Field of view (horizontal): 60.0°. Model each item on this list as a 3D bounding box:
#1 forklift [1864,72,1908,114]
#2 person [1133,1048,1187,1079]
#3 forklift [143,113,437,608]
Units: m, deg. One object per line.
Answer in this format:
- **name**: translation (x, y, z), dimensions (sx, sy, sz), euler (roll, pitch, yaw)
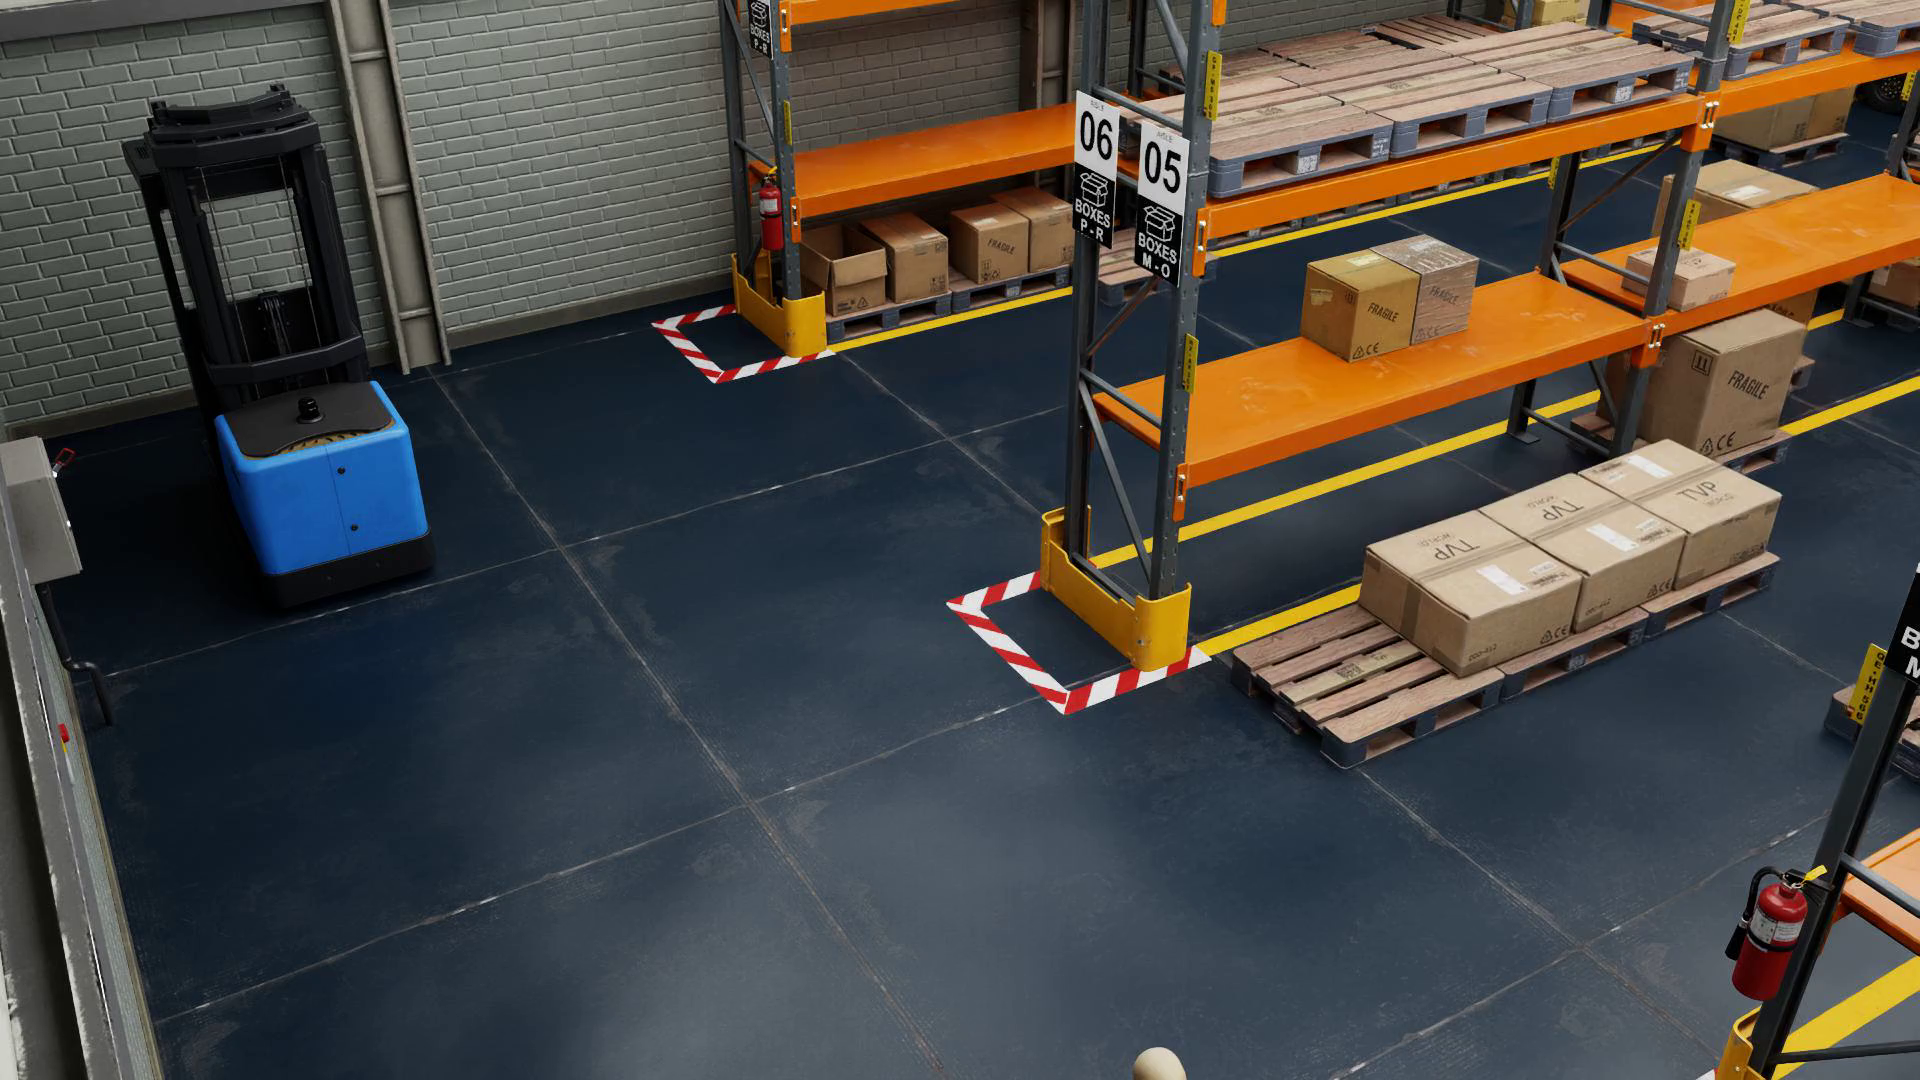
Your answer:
- **forklift**: translation (11.468, -5.645, 18.244), dimensions (1.214, 2.155, 2.313), euler (-17, 36, -26)
- **person**: translation (0.611, 2.373, 5.650), dimensions (0.589, 1.800, 0.395), euler (-14, 34, -21)
- **forklift**: translation (-4.289, -1.259, 10.509), dimensions (1.129, 2.768, 1.873), euler (-17, 36, -26)
